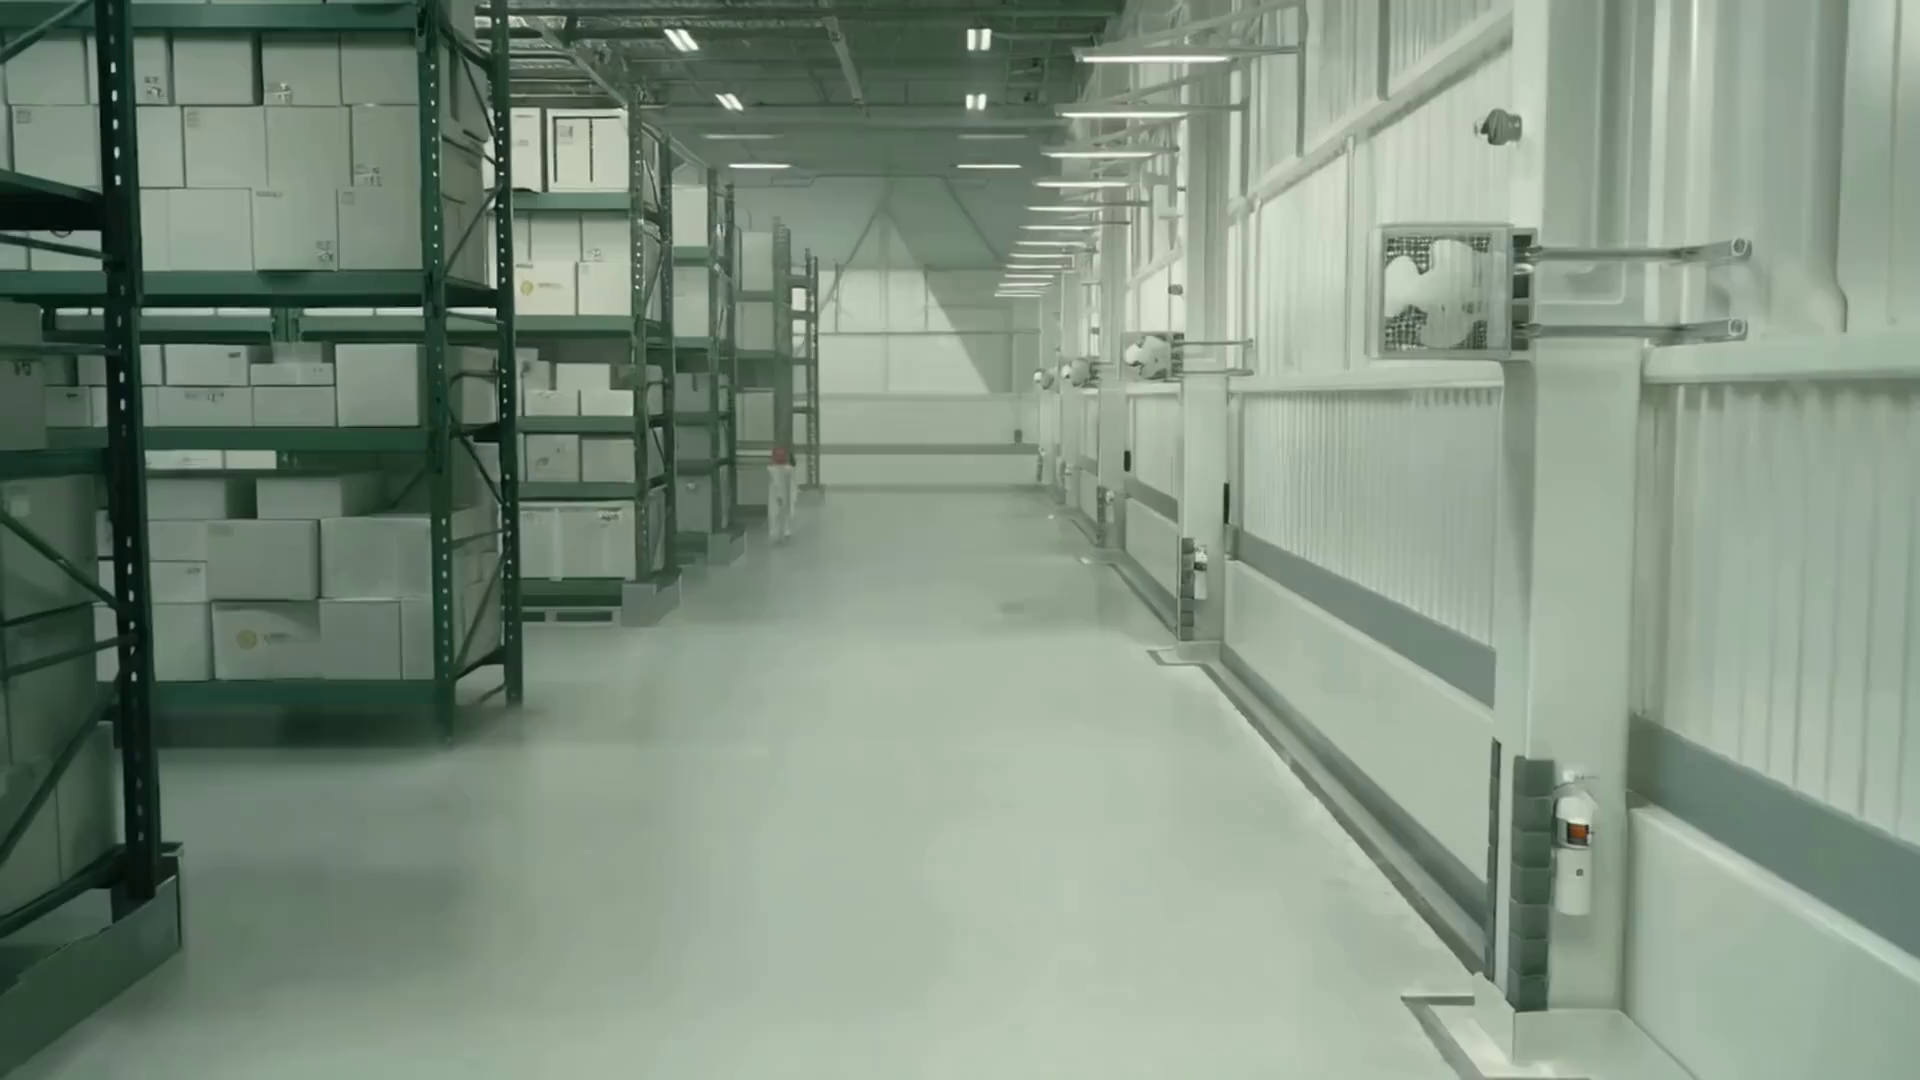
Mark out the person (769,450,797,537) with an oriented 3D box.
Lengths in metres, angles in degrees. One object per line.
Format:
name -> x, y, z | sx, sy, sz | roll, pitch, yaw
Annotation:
person -> -3.333, -0.868, 31.261 | 0.522, 1.624, 0.351 | 0, 5, 3
